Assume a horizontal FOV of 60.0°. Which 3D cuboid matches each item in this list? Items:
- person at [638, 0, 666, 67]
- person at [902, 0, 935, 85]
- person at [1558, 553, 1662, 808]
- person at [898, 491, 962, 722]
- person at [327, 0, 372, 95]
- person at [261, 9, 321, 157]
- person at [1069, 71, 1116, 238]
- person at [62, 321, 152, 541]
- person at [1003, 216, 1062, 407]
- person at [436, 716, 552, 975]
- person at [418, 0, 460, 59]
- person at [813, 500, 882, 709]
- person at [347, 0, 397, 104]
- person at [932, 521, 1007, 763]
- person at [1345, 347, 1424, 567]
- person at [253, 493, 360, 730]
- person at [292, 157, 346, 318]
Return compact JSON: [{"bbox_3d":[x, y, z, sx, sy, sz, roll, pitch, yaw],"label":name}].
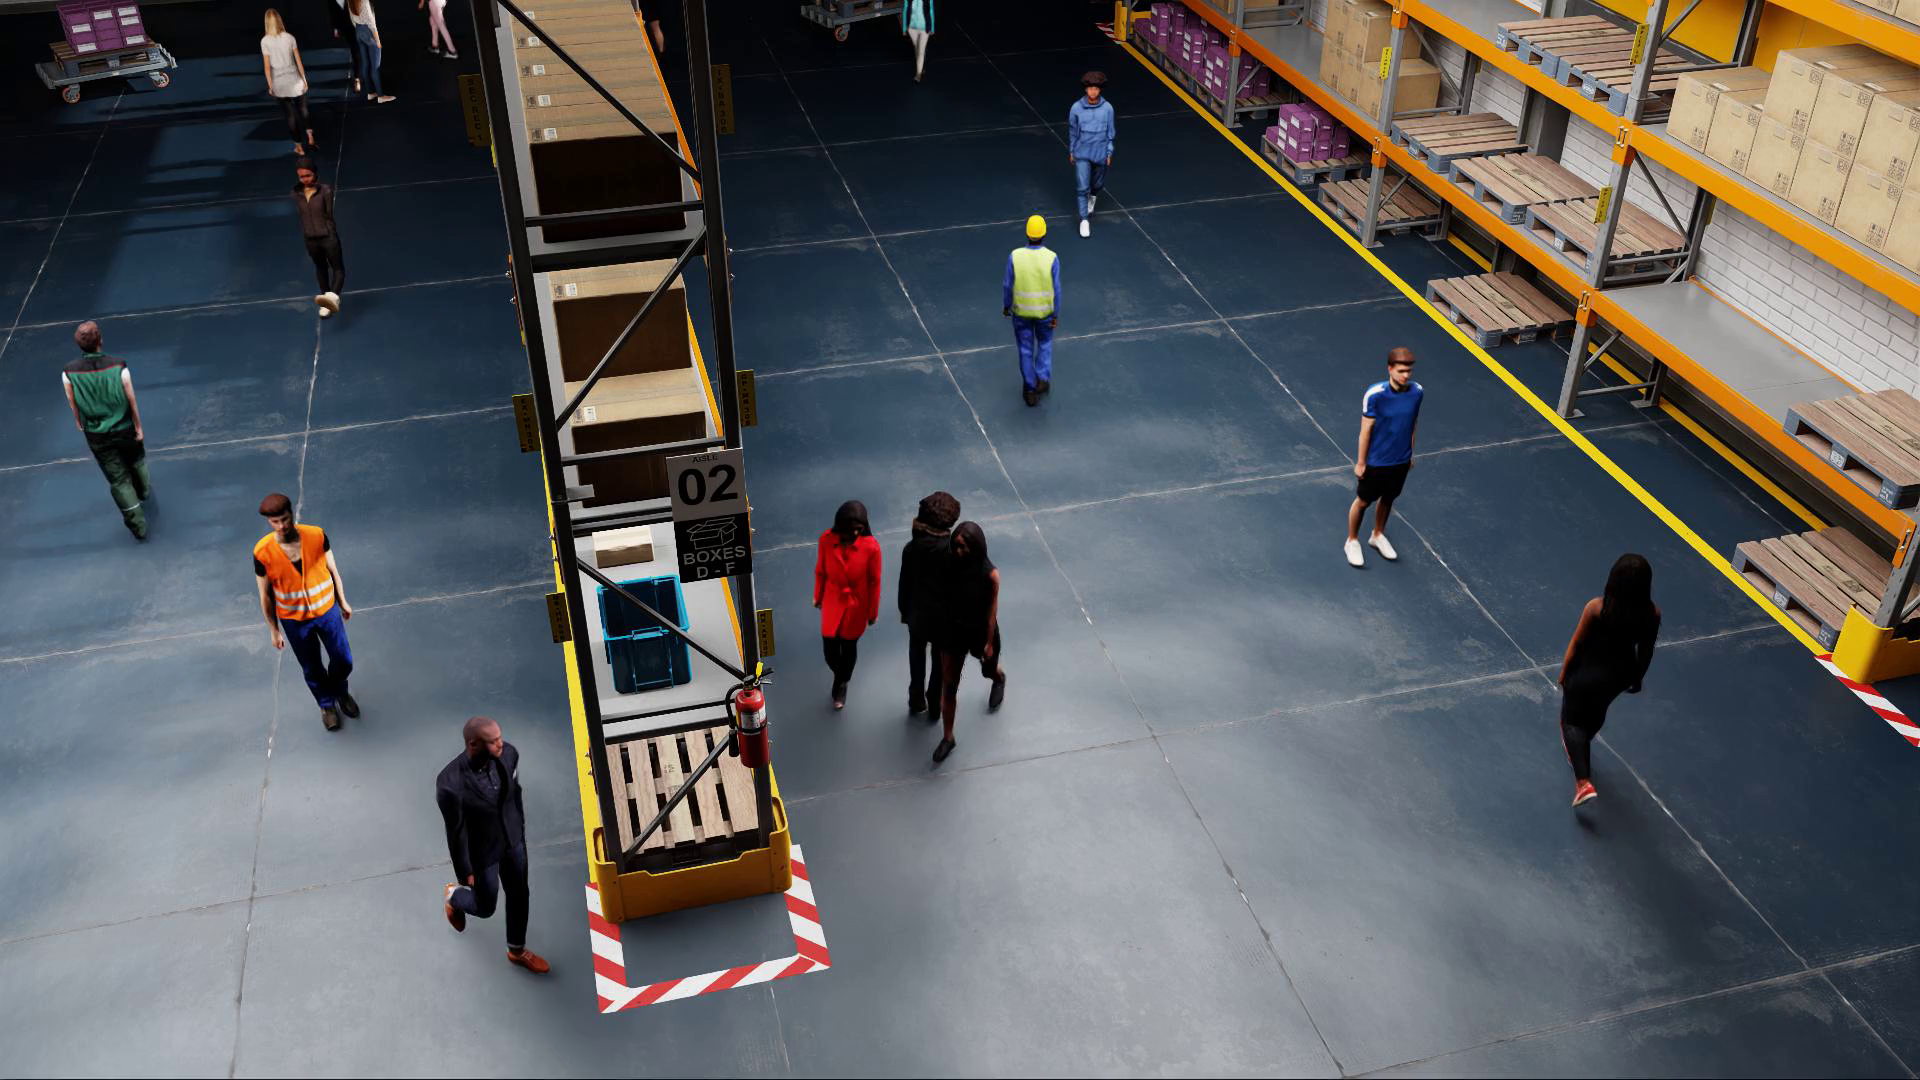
[{"bbox_3d":[-4.376,-7.489,23.393,0.933,1.692,0.891,24,40,31],"label":"person"},{"bbox_3d":[-0.561,-7.112,23.036,0.843,1.459,1.057,6,34,9],"label":"person"},{"bbox_3d":[4.124,0.910,10.668,0.891,1.790,1.184,2,34,3],"label":"person"},{"bbox_3d":[-0.170,0.529,11.274,0.718,1.754,0.730,2,34,3],"label":"person"},{"bbox_3d":[-8.276,-6.986,22.682,0.841,1.641,1.244,1,34,1],"label":"person"},{"bbox_3d":[-8.212,-5.556,20.374,0.728,1.815,0.821,-20,39,-27],"label":"person"},{"bbox_3d":[1.459,-4.364,18.603,0.854,1.789,1.132,0,34,0],"label":"person"},{"bbox_3d":[-6.773,-0.827,13.285,0.795,1.787,1.150,-15,37,-21],"label":"person"},{"bbox_3d":[0.657,-2.048,15.108,0.746,1.802,0.773,-1,34,-2],"label":"person"},{"bbox_3d":[-2.719,1.709,9.465,1.143,1.791,1.048,23,40,31],"label":"person"},{"bbox_3d":[-7.439,-7.677,23.810,0.804,1.542,0.848,6,34,9],"label":"person"},{"bbox_3d":[-0.752,0.413,11.476,0.752,1.724,0.743,8,34,12],"label":"person"},{"bbox_3d":[-7.934,-6.732,22.222,0.633,1.728,0.714,23,40,30],"label":"person"},{"bbox_3d":[0.118,0.609,11.200,1.028,1.703,1.198,12,35,17],"label":"person"},{"bbox_3d":[3.322,-0.672,12.981,0.663,1.865,0.571,-10,35,-15],"label":"person"},{"bbox_3d":[-4.448,0.439,11.303,0.787,1.872,0.774,-18,38,-25],"label":"person"},{"bbox_3d":[-6.424,-2.954,16.609,0.971,1.650,0.711,-8,34,-11],"label":"person"}]
